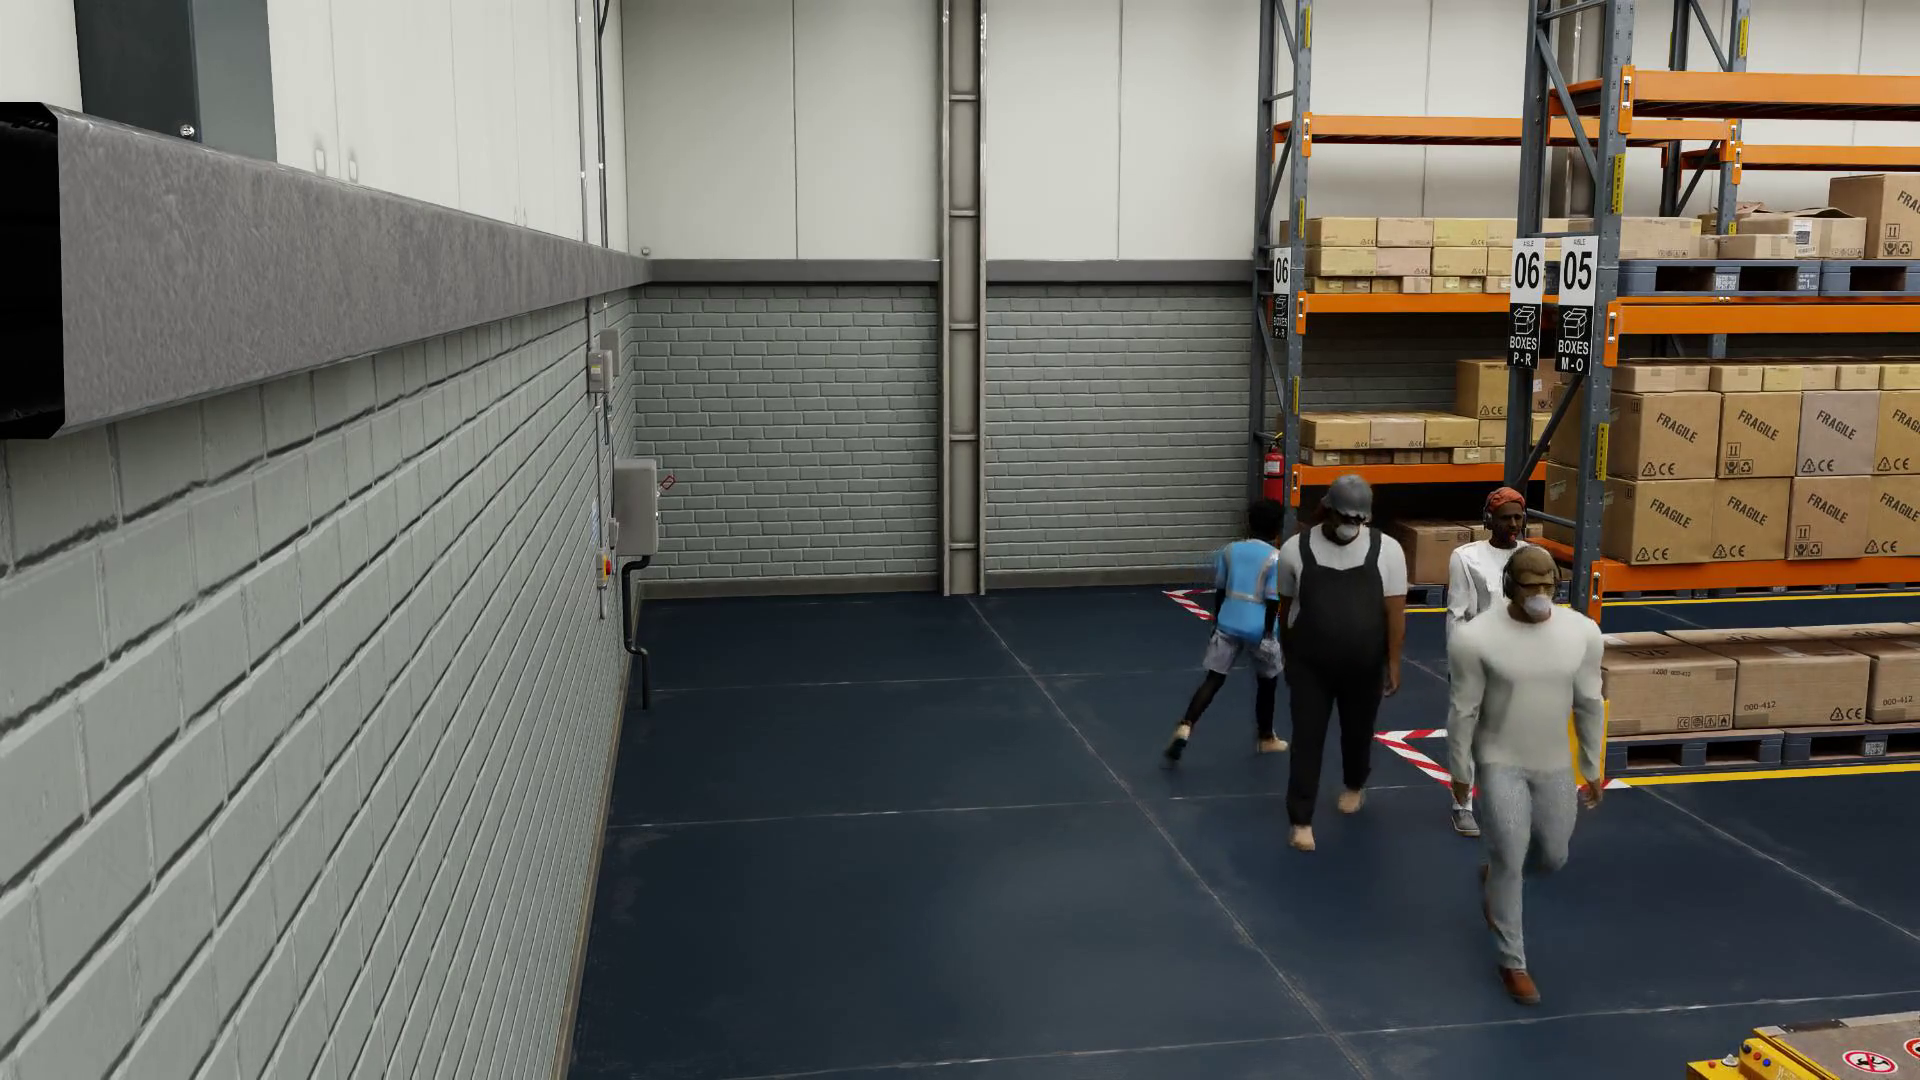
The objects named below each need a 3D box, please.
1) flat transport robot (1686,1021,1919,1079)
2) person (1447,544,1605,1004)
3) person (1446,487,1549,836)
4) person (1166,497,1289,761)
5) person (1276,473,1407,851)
[{"bbox_3d":[3.447,1.941,5.968,1.431,0.197,0.652,-2,9,-12],"label":"flat transport robot"},{"bbox_3d":[2.369,0.936,7.104,0.643,1.918,0.727,0,9,-2],"label":"person"},{"bbox_3d":[2.890,0.653,8.954,0.576,1.883,0.354,-2,9,-10],"label":"person"},{"bbox_3d":[1.692,0.567,10.209,0.862,1.652,0.549,-9,13,-43],"label":"person"},{"bbox_3d":[2.043,0.571,8.977,0.678,2.000,0.891,1,9,7],"label":"person"}]
